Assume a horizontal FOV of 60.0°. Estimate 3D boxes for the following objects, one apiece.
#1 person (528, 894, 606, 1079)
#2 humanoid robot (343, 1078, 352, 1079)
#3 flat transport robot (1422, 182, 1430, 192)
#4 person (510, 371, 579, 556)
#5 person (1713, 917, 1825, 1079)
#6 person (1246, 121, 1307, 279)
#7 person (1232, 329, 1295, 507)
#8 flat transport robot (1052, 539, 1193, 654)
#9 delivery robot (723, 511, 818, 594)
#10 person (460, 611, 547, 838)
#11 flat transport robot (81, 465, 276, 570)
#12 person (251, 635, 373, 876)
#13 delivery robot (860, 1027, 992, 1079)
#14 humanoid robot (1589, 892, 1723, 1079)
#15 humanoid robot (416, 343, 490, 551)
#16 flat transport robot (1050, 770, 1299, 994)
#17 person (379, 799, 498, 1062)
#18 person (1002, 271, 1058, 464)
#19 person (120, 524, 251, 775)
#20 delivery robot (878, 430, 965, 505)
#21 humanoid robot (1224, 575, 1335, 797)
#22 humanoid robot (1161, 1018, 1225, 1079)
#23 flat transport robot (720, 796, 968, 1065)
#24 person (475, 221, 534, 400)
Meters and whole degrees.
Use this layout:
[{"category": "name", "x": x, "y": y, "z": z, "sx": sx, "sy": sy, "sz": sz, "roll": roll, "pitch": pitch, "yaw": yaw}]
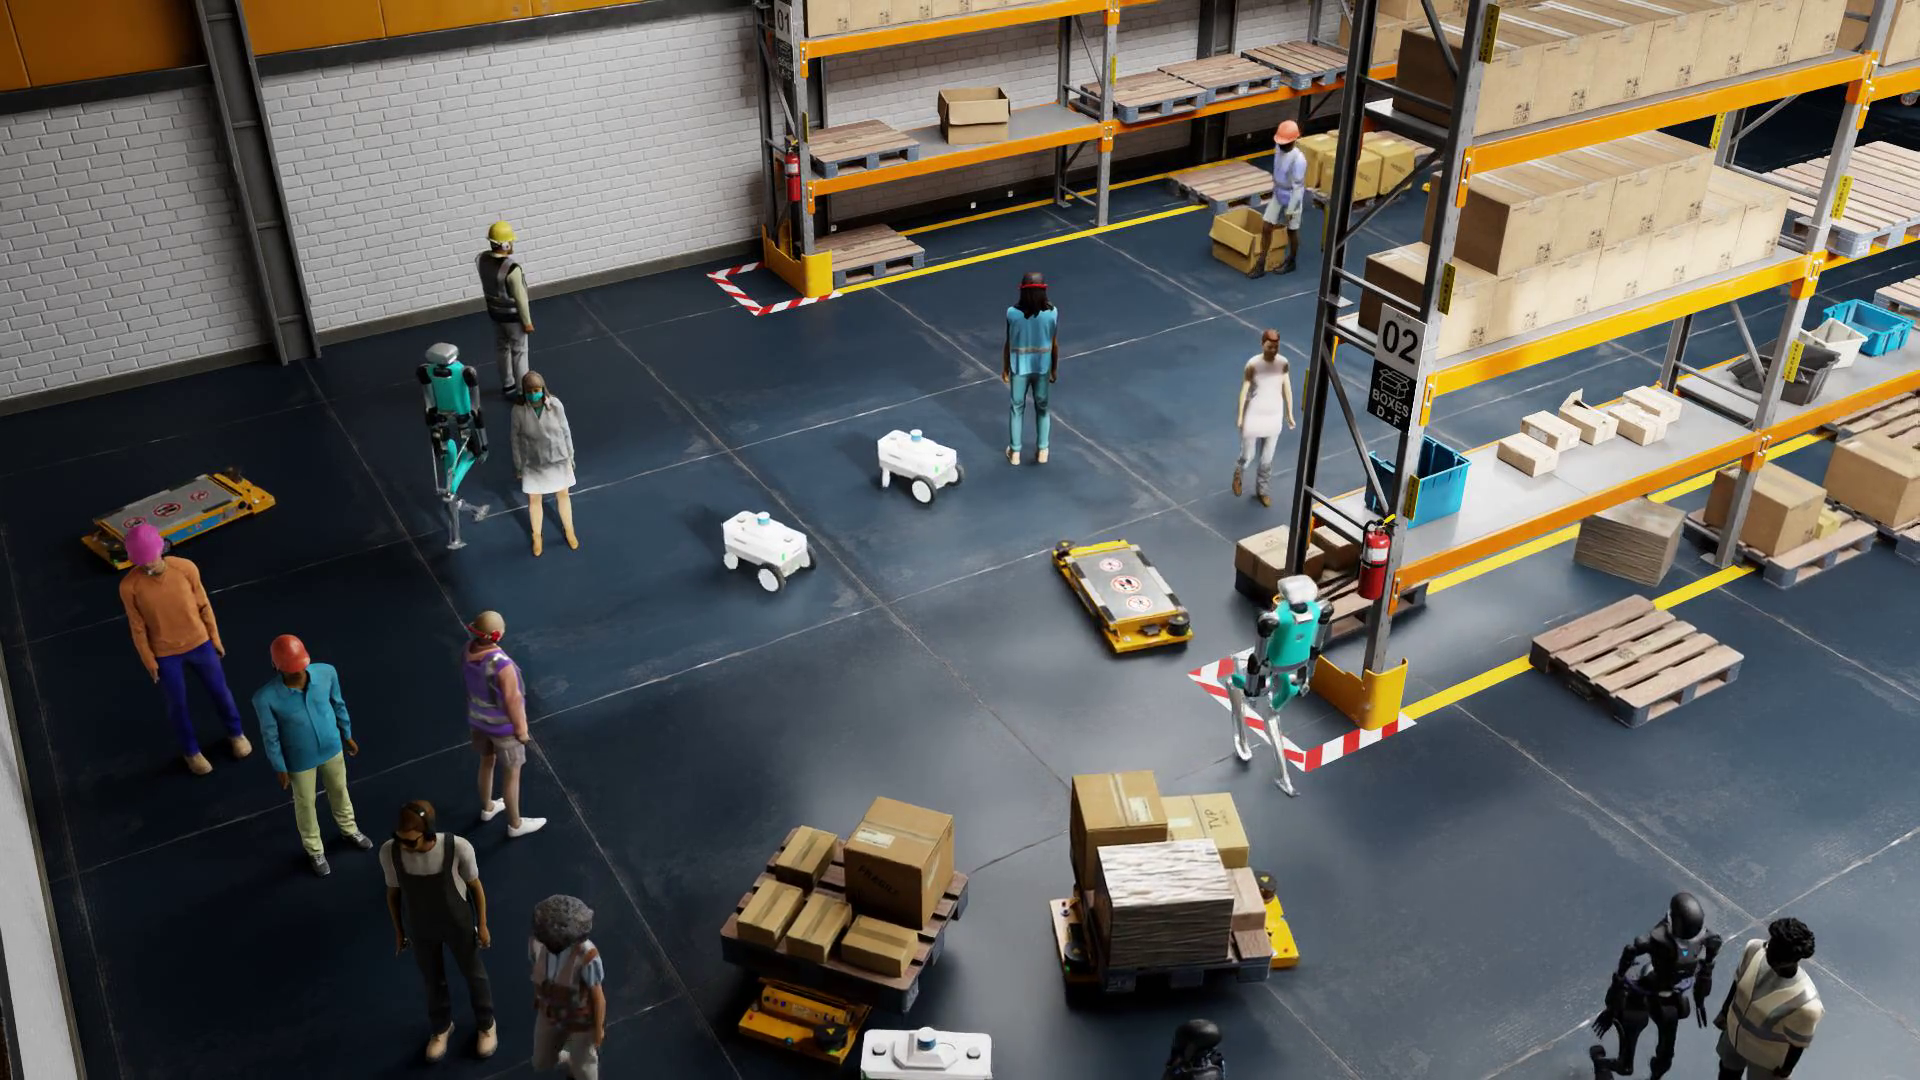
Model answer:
[{"category": "person", "x": -2.080, "y": 2.501, "z": 8.766, "sx": 0.497, "sy": 1.661, "sz": 0.361, "roll": 12, "pitch": 34, "yaw": 19}, {"category": "humanoid robot", "x": -2.647, "y": 3.113, "z": 7.847, "sx": 0.817, "sy": 1.616, "sz": 0.610, "roll": 23, "pitch": 39, "yaw": 32}, {"category": "flat transport robot", "x": 6.726, "y": -4.646, "z": 21.494, "sx": 1.431, "sy": 0.231, "sz": 0.659, "roll": -19, "pitch": 37, "yaw": -28}, {"category": "person", "x": -3.439, "y": -0.633, "z": 13.781, "sx": 0.494, "sy": 1.659, "sz": 0.338, "roll": -10, "pitch": 34, "yaw": -16}, {"category": "person", "x": 4.123, "y": 2.596, "z": 8.606, "sx": 0.319, "sy": 1.691, "sz": 0.535, "roll": -8, "pitch": 33, "yaw": -13}, {"category": "person", "x": 3.610, "y": -3.801, "z": 18.631, "sx": 0.818, "sy": 1.879, "sz": 0.547, "roll": -20, "pitch": 37, "yaw": -28}, {"category": "person", "x": 2.658, "y": -1.067, "z": 14.480, "sx": 0.473, "sy": 1.652, "sz": 0.362, "roll": -6, "pitch": 33, "yaw": -10}, {"category": "flat transport robot", "x": 1.295, "y": 0.406, "z": 13.436, "sx": 0.659, "sy": 0.231, "sz": 1.431, "roll": -9, "pitch": 33, "yaw": -15}, {"category": "delivery robot", "x": -1.590, "y": 0.059, "z": 13.727, "sx": 0.795, "sy": 0.602, "sz": 0.499, "roll": 21, "pitch": 38, "yaw": 30}, {"category": "person", "x": -3.009, "y": 1.192, "z": 10.856, "sx": 0.500, "sy": 1.682, "sz": 0.358, "roll": 22, "pitch": 38, "yaw": 31}, {"category": "flat transport robot", "x": -6.771, "y": -0.205, "z": 14.411, "sx": 0.659, "sy": 0.231, "sz": 1.431, "roll": 24, "pitch": 39, "yaw": 33}, {"category": "person", "x": -4.107, "y": 1.330, "z": 10.563, "sx": 0.325, "sy": 1.752, "sz": 0.560, "roll": 26, "pitch": 40, "yaw": 35}, {"category": "delivery robot", "x": -0.182, "y": 2.921, "z": 9.150, "sx": 0.777, "sy": 0.587, "sz": 0.499, "roll": 1, "pitch": 32, "yaw": 2}, {"category": "humanoid robot", "x": 3.704, "y": 2.435, "z": 8.883, "sx": 0.613, "sy": 1.633, "sz": 0.447, "roll": -4, "pitch": 32, "yaw": -6}, {"category": "humanoid robot", "x": -4.280, "y": -0.695, "z": 13.873, "sx": 0.548, "sy": 1.772, "sz": 1.040, "roll": 6, "pitch": 33, "yaw": 9}, {"category": "flat transport robot", "x": 1.312, "y": 2.389, "z": 10.273, "sx": 1.431, "sy": 0.231, "sz": 0.659, "roll": -3, "pitch": 32, "yaw": -5}, {"category": "person", "x": -2.865, "y": 2.142, "z": 9.188, "sx": 0.513, "sy": 1.839, "sz": 0.326, "roll": -2, "pitch": 32, "yaw": -4}, {"category": "person", "x": 0.633, "y": -1.542, "z": 15.049, "sx": 0.503, "sy": 1.861, "sz": 0.391, "roll": -2, "pitch": 32, "yaw": -3}, {"category": "person", "x": -5.318, "y": 0.725, "z": 11.333, "sx": 0.520, "sy": 1.969, "sz": 0.403, "roll": -19, "pitch": 37, "yaw": -28}, {"category": "delivery robot", "x": -0.364, "y": -0.687, "z": 14.921, "sx": 0.777, "sy": 0.606, "sz": 0.511, "roll": 21, "pitch": 38, "yaw": 30}, {"category": "humanoid robot", "x": 2.080, "y": 0.871, "z": 11.337, "sx": 0.530, "sy": 1.767, "sz": 0.913, "roll": -10, "pitch": 34, "yaw": -16}, {"category": "humanoid robot", "x": 1.139, "y": 2.910, "z": 8.122, "sx": 0.404, "sy": 1.636, "sz": 0.586, "roll": -8, "pitch": 33, "yaw": -13}, {"category": "flat transport robot", "x": -0.720, "y": 2.512, "z": 10.078, "sx": 0.659, "sy": 0.231, "sz": 1.431, "roll": 12, "pitch": 34, "yaw": 18}, {"category": "person", "x": -4.377, "y": -2.216, "z": 16.162, "sx": 0.597, "sy": 1.820, "sz": 0.403, "roll": 23, "pitch": 39, "yaw": 32}]
